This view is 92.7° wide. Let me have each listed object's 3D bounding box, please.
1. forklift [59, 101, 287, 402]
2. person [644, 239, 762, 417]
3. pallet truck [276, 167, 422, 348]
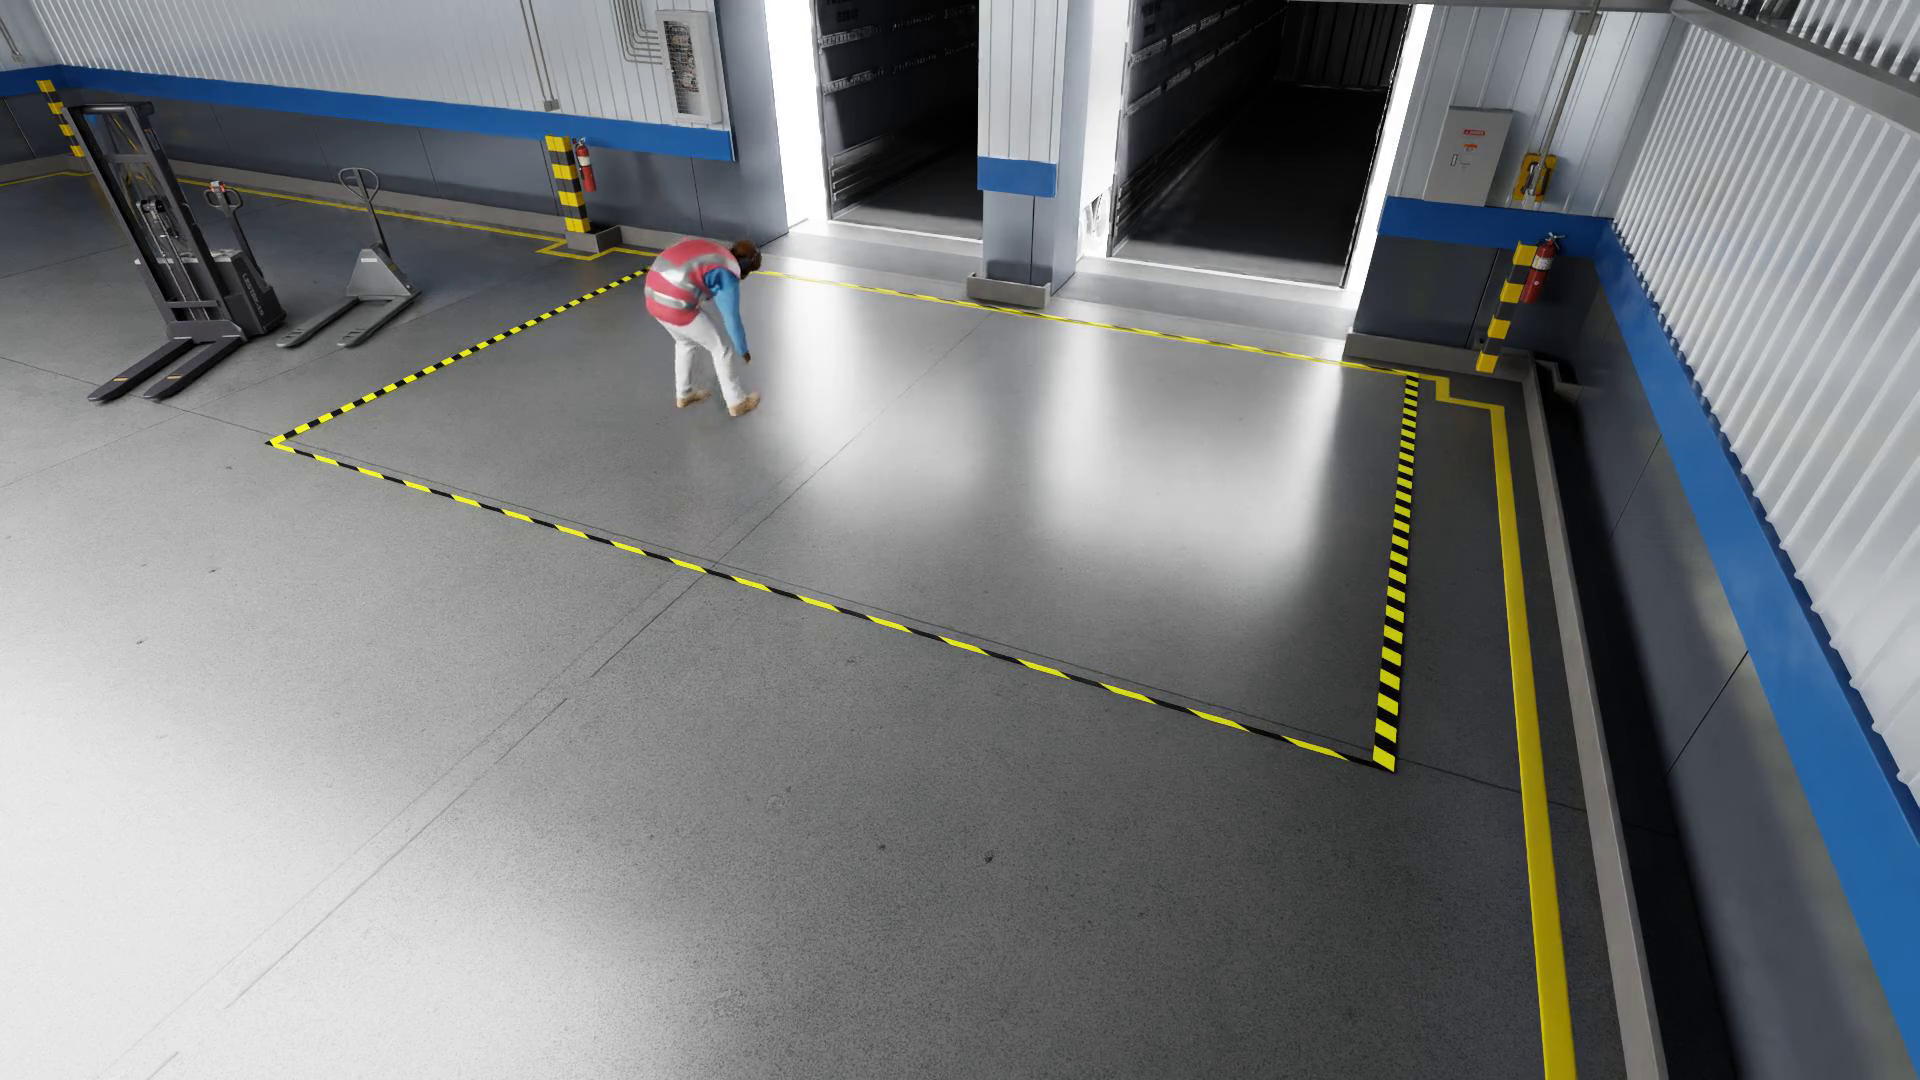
[{"bbox_3d":[-6.686,-2.387,7.434,0.823,1.965,1.885,-3,35,-5],"label":"forklift"},{"bbox_3d":[-1.916,-1.629,6.980,0.893,1.292,0.925,28,44,34],"label":"person"},{"bbox_3d":[-5.732,-2.611,8.414,0.680,1.201,1.601,-1,35,-1],"label":"pallet truck"}]
